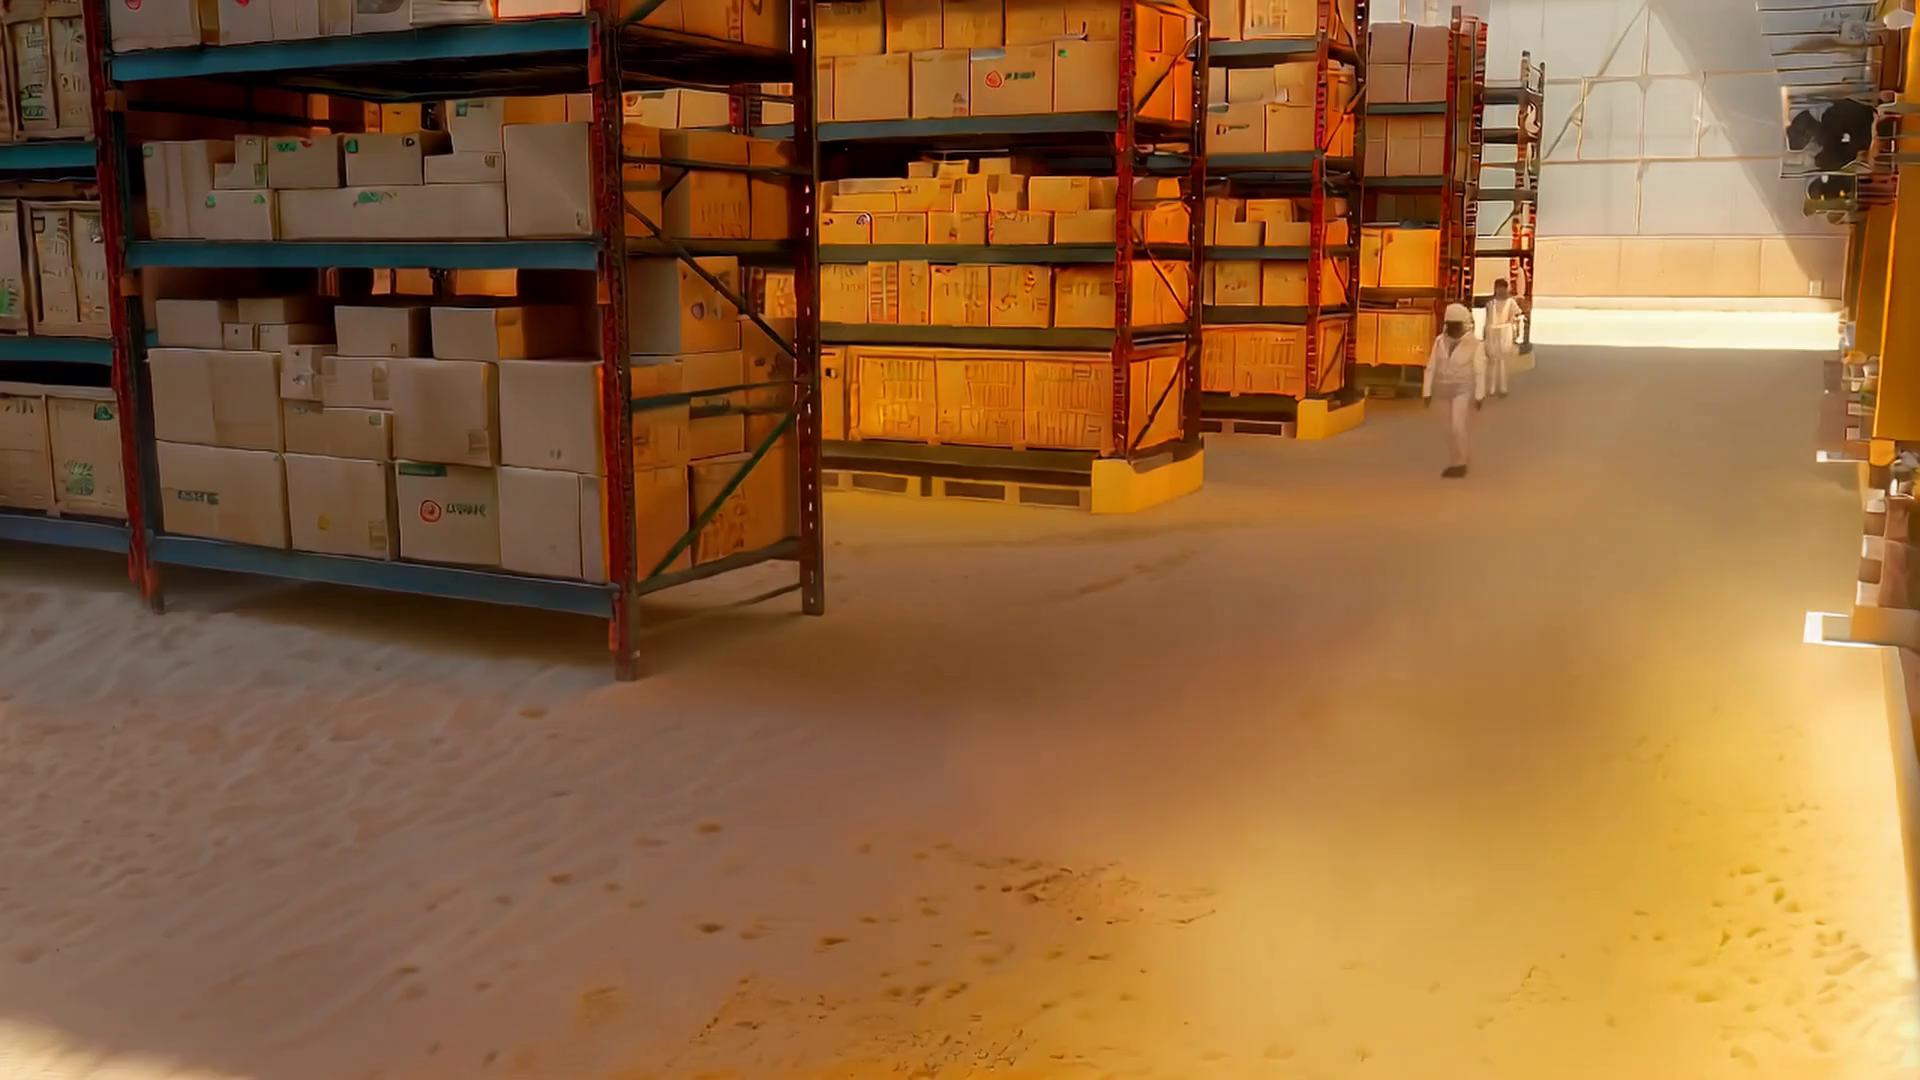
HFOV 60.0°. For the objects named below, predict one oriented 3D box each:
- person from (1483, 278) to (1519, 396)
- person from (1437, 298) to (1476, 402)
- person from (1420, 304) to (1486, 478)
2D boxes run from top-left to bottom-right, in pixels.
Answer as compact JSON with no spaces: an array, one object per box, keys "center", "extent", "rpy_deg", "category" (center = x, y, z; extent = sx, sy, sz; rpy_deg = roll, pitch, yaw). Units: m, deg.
[{"center":[8.818,-3.306,27.155],"extent":[0.570,1.920,0.463],"rpy_deg":[5,11,27],"category":"person"},{"center":[7.741,-2.934,25.836],"extent":[0.530,1.626,0.399],"rpy_deg":[-3,10,-19],"category":"person"},{"center":[5.118,-1.533,17.228],"extent":[0.435,1.812,0.606],"rpy_deg":[-8,13,-39],"category":"person"}]
